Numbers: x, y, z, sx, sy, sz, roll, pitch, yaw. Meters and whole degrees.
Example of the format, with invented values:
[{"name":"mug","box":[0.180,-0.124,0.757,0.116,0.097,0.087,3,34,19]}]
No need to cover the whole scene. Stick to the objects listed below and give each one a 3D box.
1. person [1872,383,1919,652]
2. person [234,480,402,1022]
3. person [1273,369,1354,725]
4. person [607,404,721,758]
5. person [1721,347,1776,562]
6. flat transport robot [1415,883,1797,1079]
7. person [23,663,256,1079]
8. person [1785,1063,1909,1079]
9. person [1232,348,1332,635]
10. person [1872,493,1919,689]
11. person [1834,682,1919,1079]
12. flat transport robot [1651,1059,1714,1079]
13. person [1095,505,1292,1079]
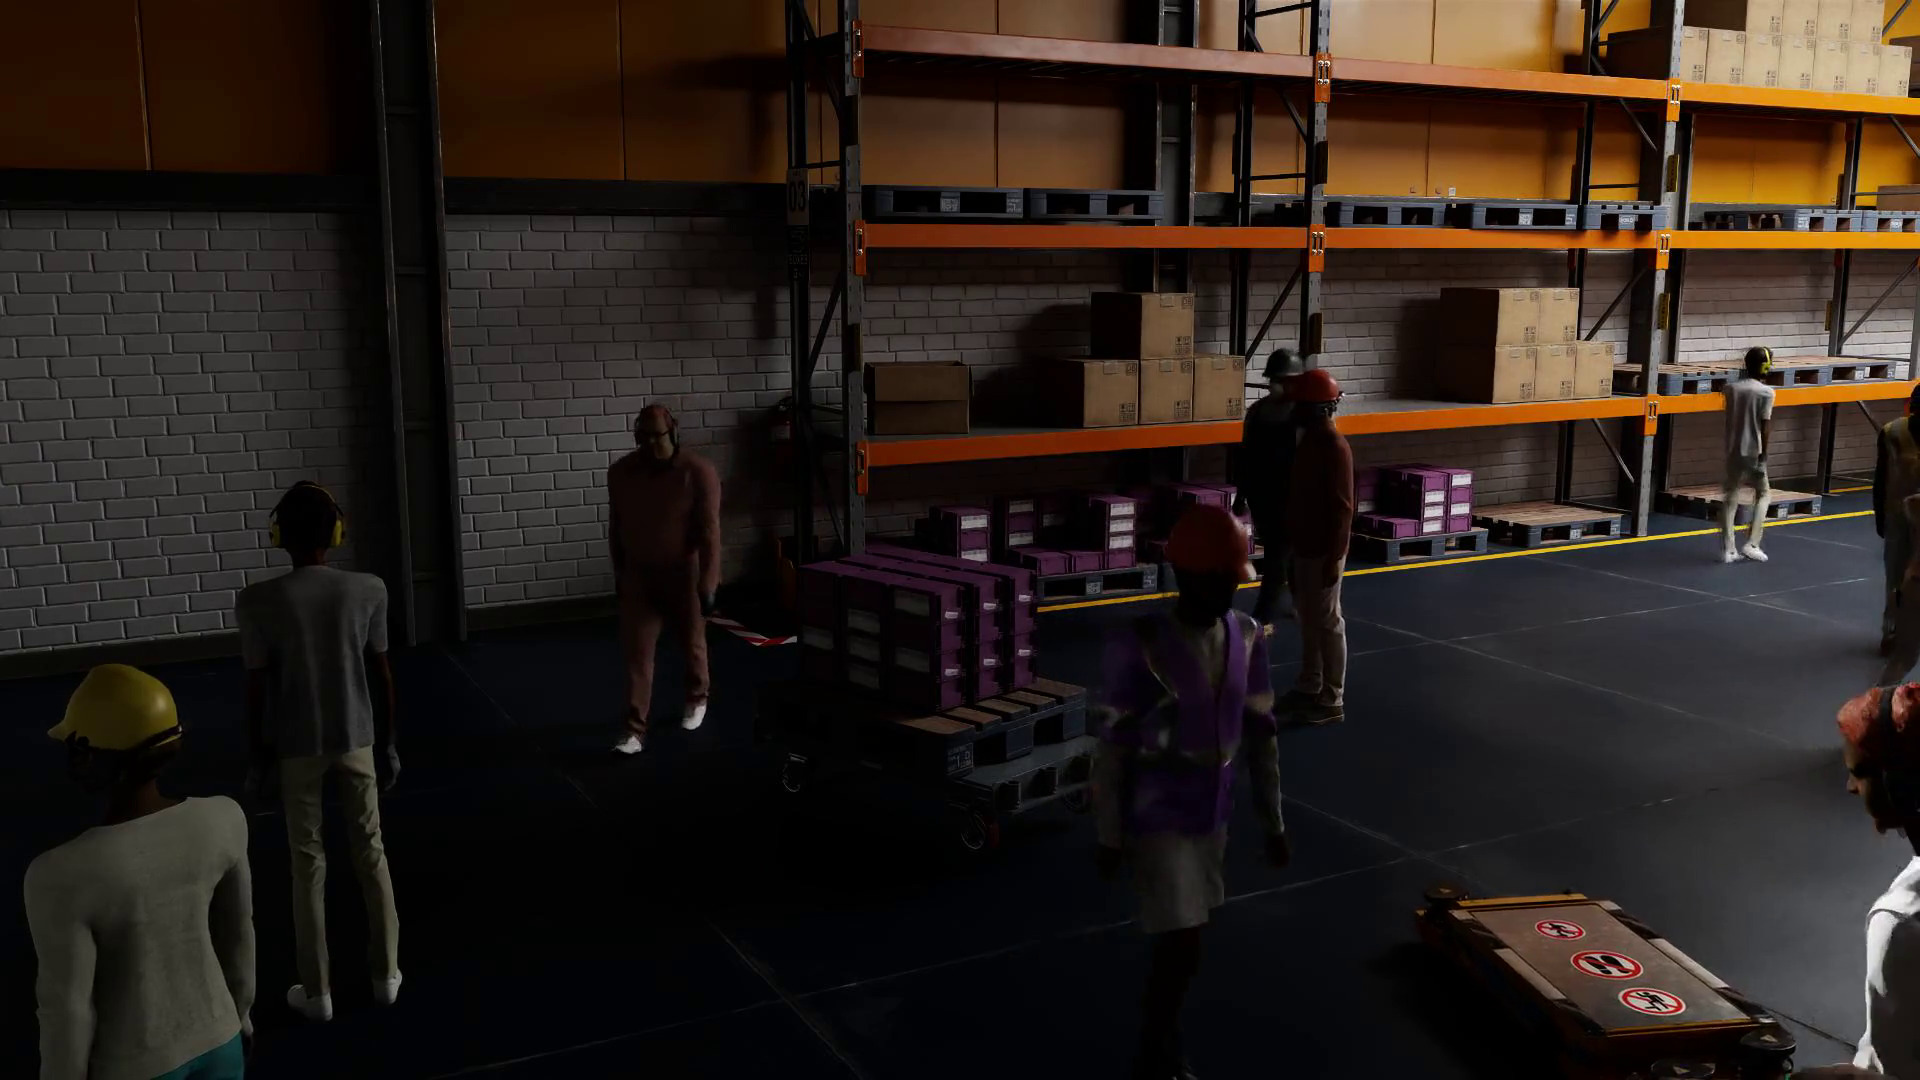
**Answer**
[{"name":"person","box":[6.406,-0.155,11.061,0.633,1.792,0.949,6,12,31]},{"name":"person","box":[-2.206,0.733,5.743,0.521,1.862,0.336,-6,11,-29]},{"name":"person","box":[1.992,0.039,9.352,0.395,1.993,0.614,-1,10,-8]},{"name":"person","box":[-1.585,0.195,8.890,0.658,1.844,1.040,1,10,8]},{"name":"person","box":[6.733,-0.721,14.186,0.590,1.843,0.484,-6,12,-33]},{"name":"flat transport robot","box":[2.180,1.525,5.755,0.652,0.197,1.431,-1,10,-8]},{"name":"person","box":[-1.784,1.137,3.675,0.297,1.772,0.533,5,11,27]},{"name":"person","box":[1.227,1.343,2.177,1.116,1.901,0.613,-3,10,-15]},{"name":"person","box":[2.277,-0.384,11.652,1.014,2.000,0.684,-8,13,-39]},{"name":"person","box":[5.206,0.308,8.911,0.773,1.604,0.521,-6,12,-31]},{"name":"person","box":[1.895,1.178,3.195,0.641,1.851,0.512,-8,13,-40]},{"name":"flat transport robot","box":[2.345,1.774,4.319,0.652,0.197,1.431,1,10,3]},{"name":"person","box":[0.688,0.831,5.013,0.572,1.910,0.515,-7,12,-34]}]
